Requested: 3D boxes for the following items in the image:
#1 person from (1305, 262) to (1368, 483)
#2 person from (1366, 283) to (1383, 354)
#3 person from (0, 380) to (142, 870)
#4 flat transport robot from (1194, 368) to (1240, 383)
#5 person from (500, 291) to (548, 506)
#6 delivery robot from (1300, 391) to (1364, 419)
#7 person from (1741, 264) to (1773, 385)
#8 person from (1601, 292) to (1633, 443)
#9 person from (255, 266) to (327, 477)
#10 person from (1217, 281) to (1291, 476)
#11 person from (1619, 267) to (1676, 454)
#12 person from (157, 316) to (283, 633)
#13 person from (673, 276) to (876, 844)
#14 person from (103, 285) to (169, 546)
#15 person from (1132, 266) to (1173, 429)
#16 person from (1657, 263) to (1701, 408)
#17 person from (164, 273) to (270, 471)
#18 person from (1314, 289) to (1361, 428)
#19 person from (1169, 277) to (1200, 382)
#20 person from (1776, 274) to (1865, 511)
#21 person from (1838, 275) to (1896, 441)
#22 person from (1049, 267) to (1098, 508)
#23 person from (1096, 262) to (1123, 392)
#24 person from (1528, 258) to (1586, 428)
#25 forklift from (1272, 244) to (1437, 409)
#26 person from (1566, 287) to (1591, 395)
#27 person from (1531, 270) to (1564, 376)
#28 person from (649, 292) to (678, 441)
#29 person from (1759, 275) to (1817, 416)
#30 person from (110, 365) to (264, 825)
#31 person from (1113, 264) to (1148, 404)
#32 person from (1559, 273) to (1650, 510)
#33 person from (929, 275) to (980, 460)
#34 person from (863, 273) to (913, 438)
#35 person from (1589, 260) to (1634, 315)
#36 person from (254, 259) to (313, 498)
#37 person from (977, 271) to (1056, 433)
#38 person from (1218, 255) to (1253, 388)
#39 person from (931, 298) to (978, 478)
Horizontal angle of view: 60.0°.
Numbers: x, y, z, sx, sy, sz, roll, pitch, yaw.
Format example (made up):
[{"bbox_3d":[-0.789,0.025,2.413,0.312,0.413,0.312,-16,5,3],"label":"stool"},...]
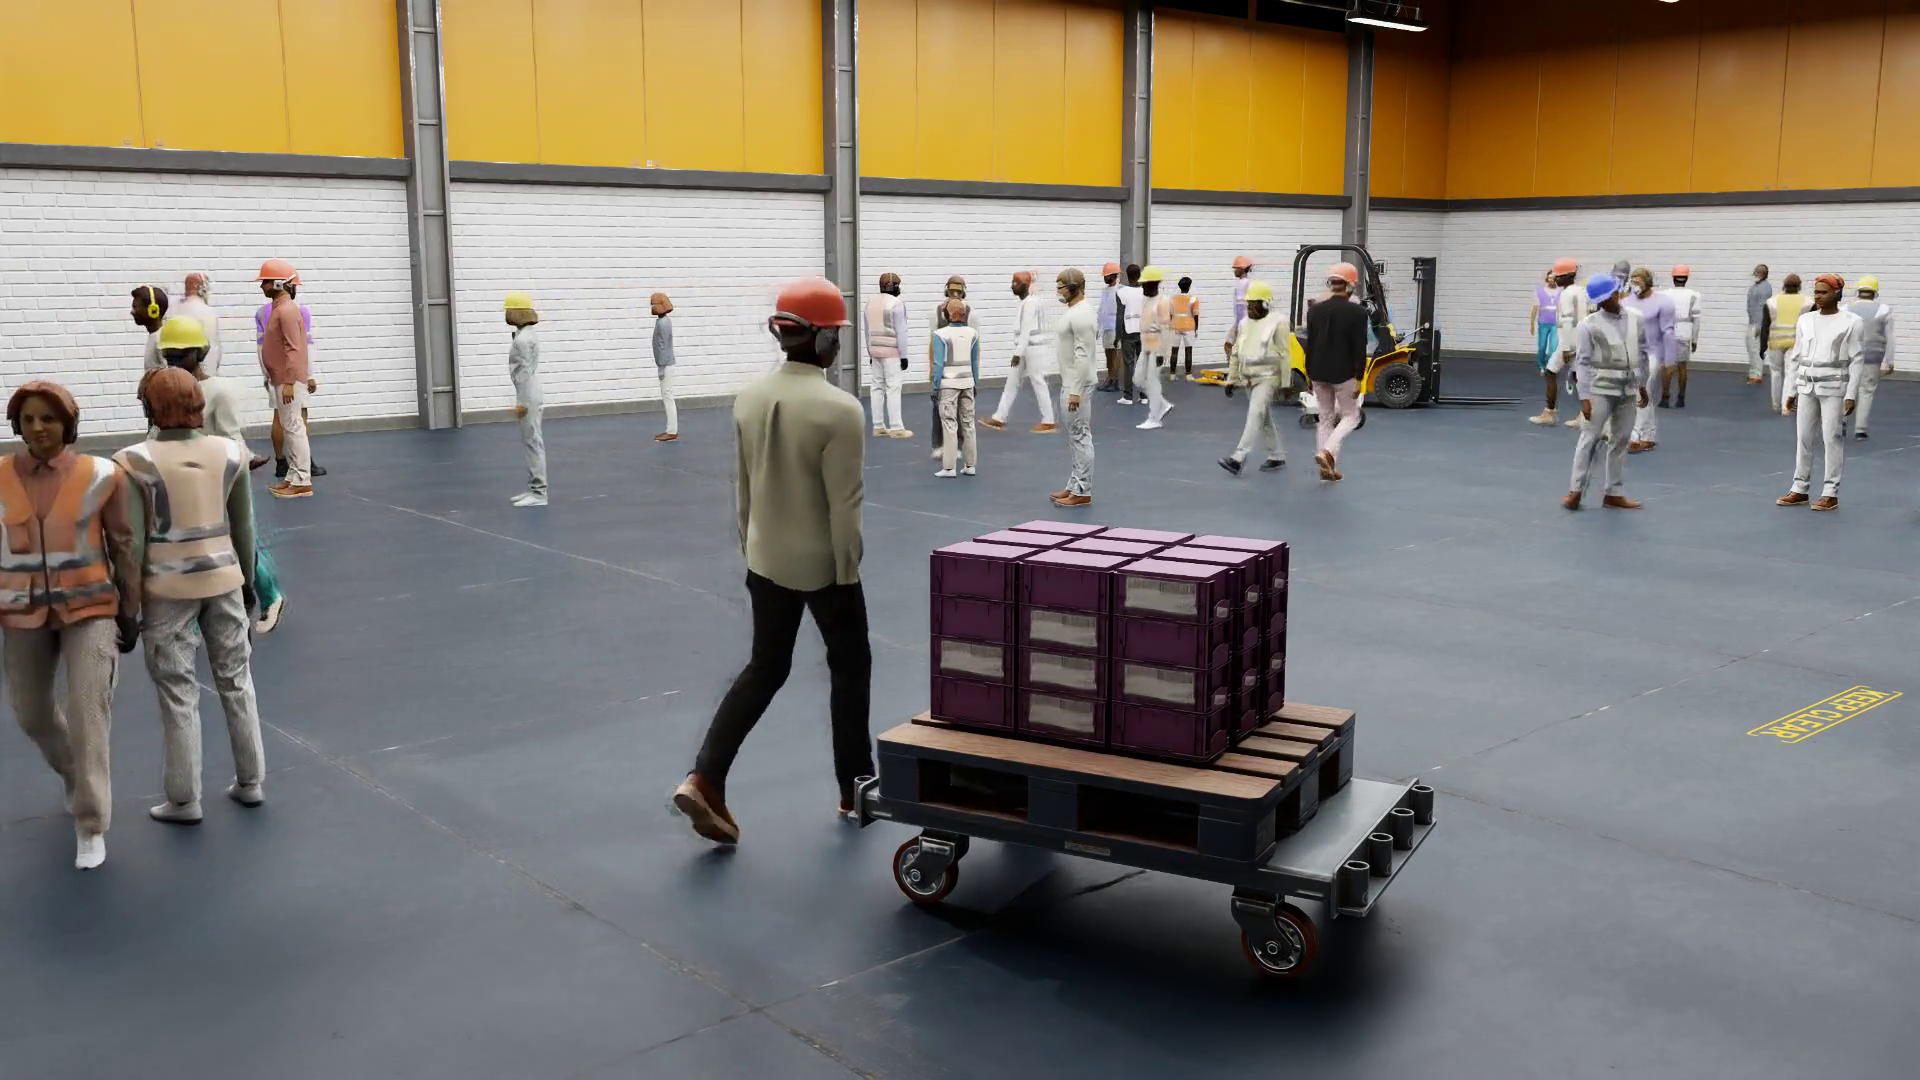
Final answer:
[{"bbox_3d":[3.284,-1.453,14.649,0.614,1.970,0.594,8,12,38],"label":"person"},{"bbox_3d":[6.012,-2.883,23.918,0.837,1.666,0.528,1,10,6],"label":"person"},{"bbox_3d":[-3.075,0.254,5.697,0.523,1.619,0.699,-3,10,-15],"label":"person"},{"bbox_3d":[4.412,-2.617,26.437,0.652,0.197,1.431,9,13,43],"label":"flat transport robot"},{"bbox_3d":[-3.538,-1.144,13.508,0.319,1.743,0.491,-2,10,-13],"label":"person"},{"bbox_3d":[4.363,-1.631,19.559,0.707,0.478,0.477,0,10,2],"label":"delivery robot"},{"bbox_3d":[12.561,-3.389,26.229,0.346,1.908,0.773,1,10,7],"label":"person"},{"bbox_3d":[7.142,-1.856,17.994,0.266,1.631,0.507,2,10,11],"label":"person"},{"bbox_3d":[-6.141,-1.537,15.236,0.546,1.939,0.375,2,10,14],"label":"person"},{"bbox_3d":[2.709,-1.492,15.415,0.933,1.779,0.623,-6,11,-32],"label":"person"},{"bbox_3d":[6.943,-1.837,17.086,0.828,1.904,0.629,-5,11,-28],"label":"person"},{"bbox_3d":[-3.874,-0.301,8.605,0.533,1.728,0.859,3,10,15],"label":"person"},{"bbox_3d":[-0.600,0.074,5.758,0.625,1.966,0.919,8,12,38],"label":"person"},{"bbox_3d":[-5.574,-0.856,11.601,1.007,1.820,0.543,-4,10,-22],"label":"person"},{"bbox_3d":[2.266,-2.248,19.476,0.452,1.911,0.600,-4,10,-21],"label":"person"},{"bbox_3d":[9.566,-2.727,22.227,0.552,1.934,0.369,2,10,12],"label":"person"},{"bbox_3d":[-6.888,-1.502,15.264,0.656,1.854,0.979,6,11,29],"label":"person"},{"bbox_3d":[4.478,-2.257,19.581,0.456,1.891,0.654,-6,11,-30],"label":"person"},{"bbox_3d":[3.602,-3.389,26.809,0.532,1.691,0.318,4,10,21],"label":"person"},{"bbox_3d":[6.883,-1.177,13.287,0.340,1.882,0.586,-5,11,-28],"label":"person"},{"bbox_3d":[9.938,-1.996,18.299,0.610,1.817,0.437,9,13,42],"label":"person"},{"bbox_3d":[0.926,-1.226,13.434,0.372,1.934,0.627,0,10,-1],"label":"person"},{"bbox_3d":[2.190,-3.173,24.859,0.517,1.927,0.600,-6,11,-30],"label":"person"},{"bbox_3d":[7.080,-2.309,19.586,0.875,1.993,0.684,9,13,42],"label":"person"},{"bbox_3d":[5.256,-2.933,22.661,2.313,2.155,1.214,3,10,16],"label":"forklift"},{"bbox_3d":[9.003,-2.911,23.875,0.527,1.734,0.815,0,10,0],"label":"person"},{"bbox_3d":[9.781,-3.585,27.608,0.576,1.814,0.873,2,10,14],"label":"person"},{"bbox_3d":[-3.259,-1.899,18.276,0.276,1.626,0.496,-2,10,-10],"label":"person"},{"bbox_3d":[10.601,-2.492,21.283,0.646,1.788,1.003,6,11,31],"label":"person"},{"bbox_3d":[-2.759,0.197,5.961,0.310,1.638,0.522,7,12,37],"label":"person"},{"bbox_3d":[2.392,-2.814,22.791,0.588,1.913,0.391,-4,10,-20],"label":"person"},{"bbox_3d":[5.153,-1.162,13.204,0.696,1.897,0.379,-3,10,-16],"label":"person"},{"bbox_3d":[-0.061,-1.688,16.434,0.522,1.826,0.538,1,10,7],"label":"person"},{"bbox_3d":[-0.794,-2.059,18.592,0.430,1.840,0.620,-9,13,-42],"label":"person"},{"bbox_3d":[8.848,-2.836,22.544,0.702,2.000,1.089,8,12,38],"label":"person"},{"bbox_3d":[-5.681,-1.354,13.998,0.382,1.993,0.622,-5,11,-27],"label":"person"},{"bbox_3d":[0.665,-2.125,18.970,0.950,1.841,0.599,-2,10,-11],"label":"person"},{"bbox_3d":[4.225,-3.333,25.485,0.687,2.024,0.637,6,11,30],"label":"person"},{"bbox_3d":[-0.043,-1.383,15.210,0.523,1.638,0.310,-8,12,-38],"label":"person"}]
